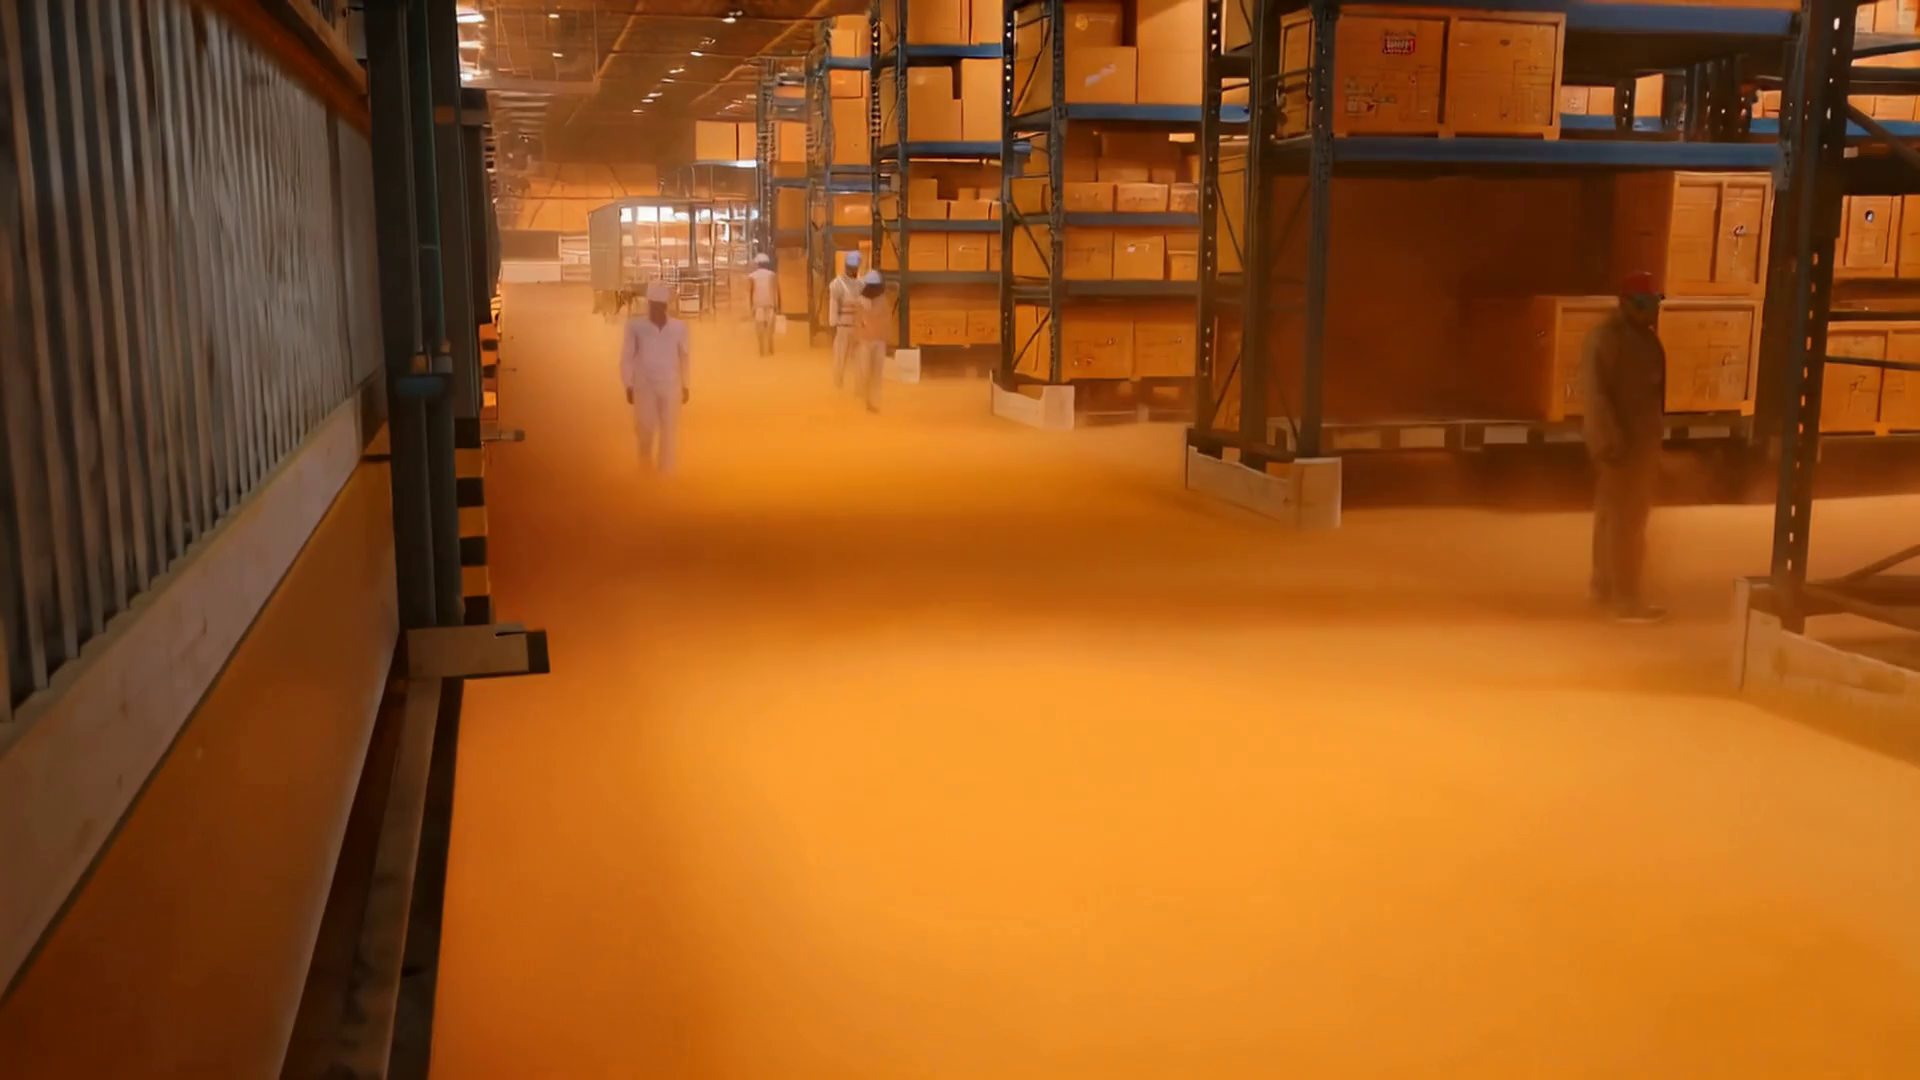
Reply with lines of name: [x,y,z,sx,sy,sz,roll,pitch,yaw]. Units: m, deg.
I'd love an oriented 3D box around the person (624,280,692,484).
person: [-2.586,-1.356,14.261,0.581,1.740,0.464,-4,11,-19]

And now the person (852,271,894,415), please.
person: [-1.013,-2.360,19.974,0.507,1.723,0.592,-5,11,-24]

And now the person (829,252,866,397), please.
person: [-1.481,-2.919,22.537,0.606,1.951,0.382,-4,11,-24]

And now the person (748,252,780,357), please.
person: [-3.590,-4.325,30.578,0.584,1.917,0.623,0,10,1]

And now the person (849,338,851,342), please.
person: [-2.334,-5.101,35.198,0.429,1.842,0.634,2,10,12]

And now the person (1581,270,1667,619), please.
person: [3.636,-0.515,9.086,0.405,1.900,0.675,-2,10,-11]
